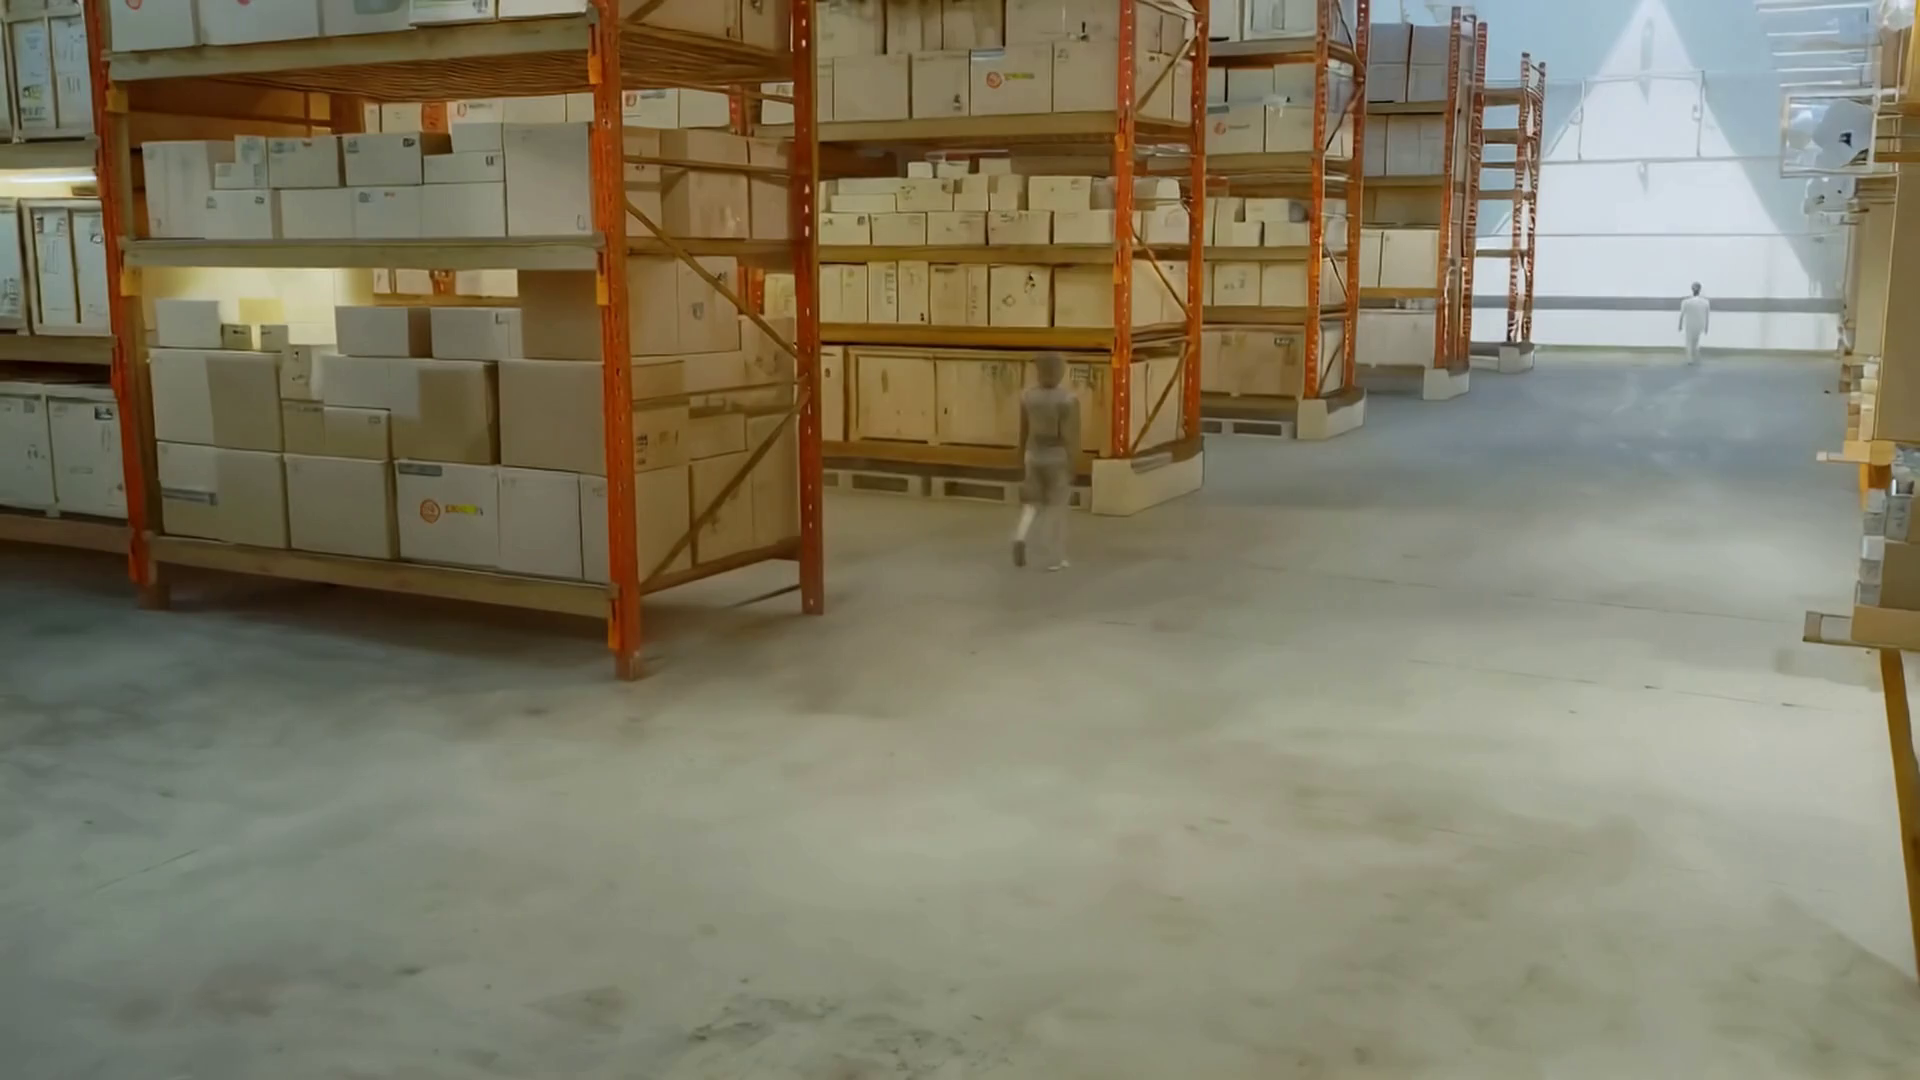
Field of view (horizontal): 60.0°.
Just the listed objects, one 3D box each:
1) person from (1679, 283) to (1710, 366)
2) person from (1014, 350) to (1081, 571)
[{"bbox_3d":[15.236,-4.482,34.566,0.572,1.704,0.887,2,10,14],"label":"person"},{"bbox_3d":[0.619,-0.559,12.084,0.526,1.629,0.495,5,11,28],"label":"person"}]
